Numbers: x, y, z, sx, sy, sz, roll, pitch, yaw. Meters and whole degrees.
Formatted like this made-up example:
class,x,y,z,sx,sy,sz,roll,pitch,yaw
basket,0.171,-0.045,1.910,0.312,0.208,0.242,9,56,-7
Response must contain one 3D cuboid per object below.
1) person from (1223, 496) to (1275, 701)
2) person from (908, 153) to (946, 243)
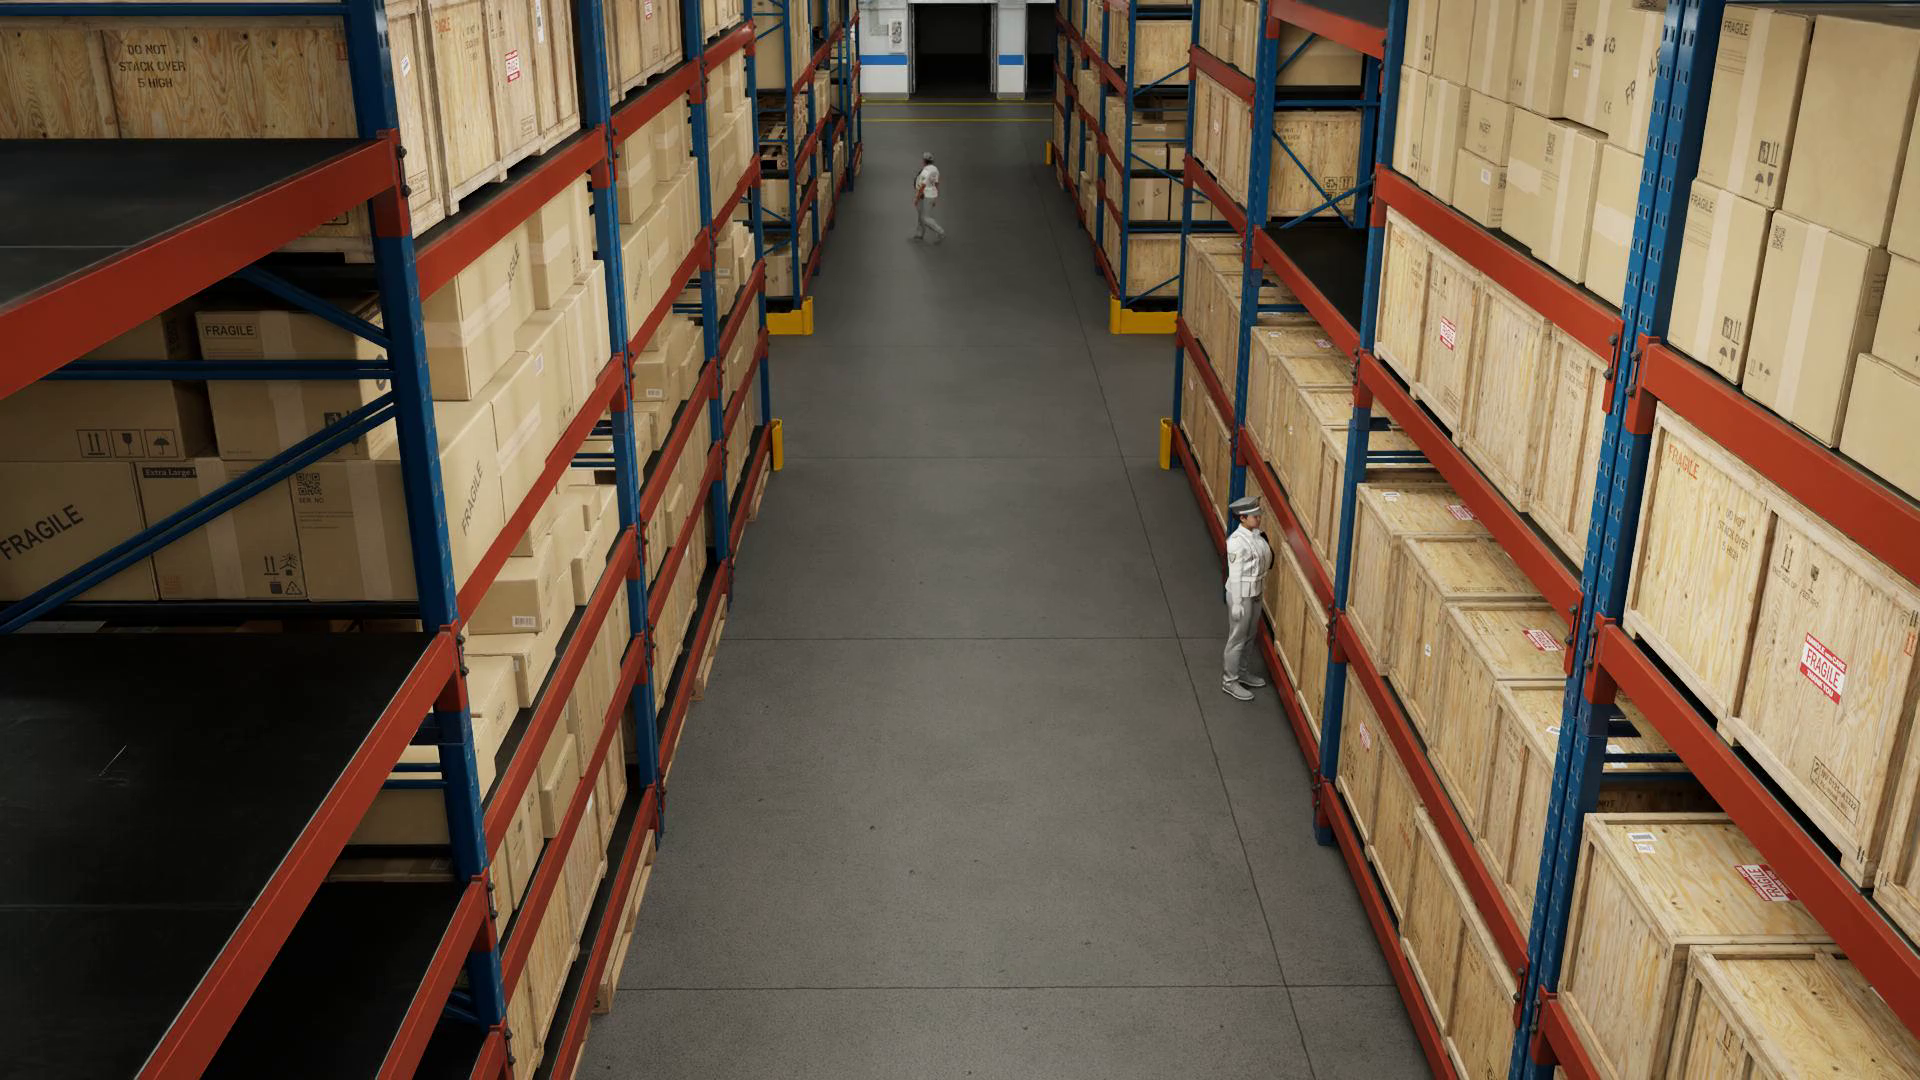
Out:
class,x,y,z,sx,sy,sz,roll,pitch,yaw
person,2.326,0.439,13.506,0.363,1.693,0.459,13,25,29
person,-0.617,-6.293,30.643,0.844,1.658,0.485,8,23,19
